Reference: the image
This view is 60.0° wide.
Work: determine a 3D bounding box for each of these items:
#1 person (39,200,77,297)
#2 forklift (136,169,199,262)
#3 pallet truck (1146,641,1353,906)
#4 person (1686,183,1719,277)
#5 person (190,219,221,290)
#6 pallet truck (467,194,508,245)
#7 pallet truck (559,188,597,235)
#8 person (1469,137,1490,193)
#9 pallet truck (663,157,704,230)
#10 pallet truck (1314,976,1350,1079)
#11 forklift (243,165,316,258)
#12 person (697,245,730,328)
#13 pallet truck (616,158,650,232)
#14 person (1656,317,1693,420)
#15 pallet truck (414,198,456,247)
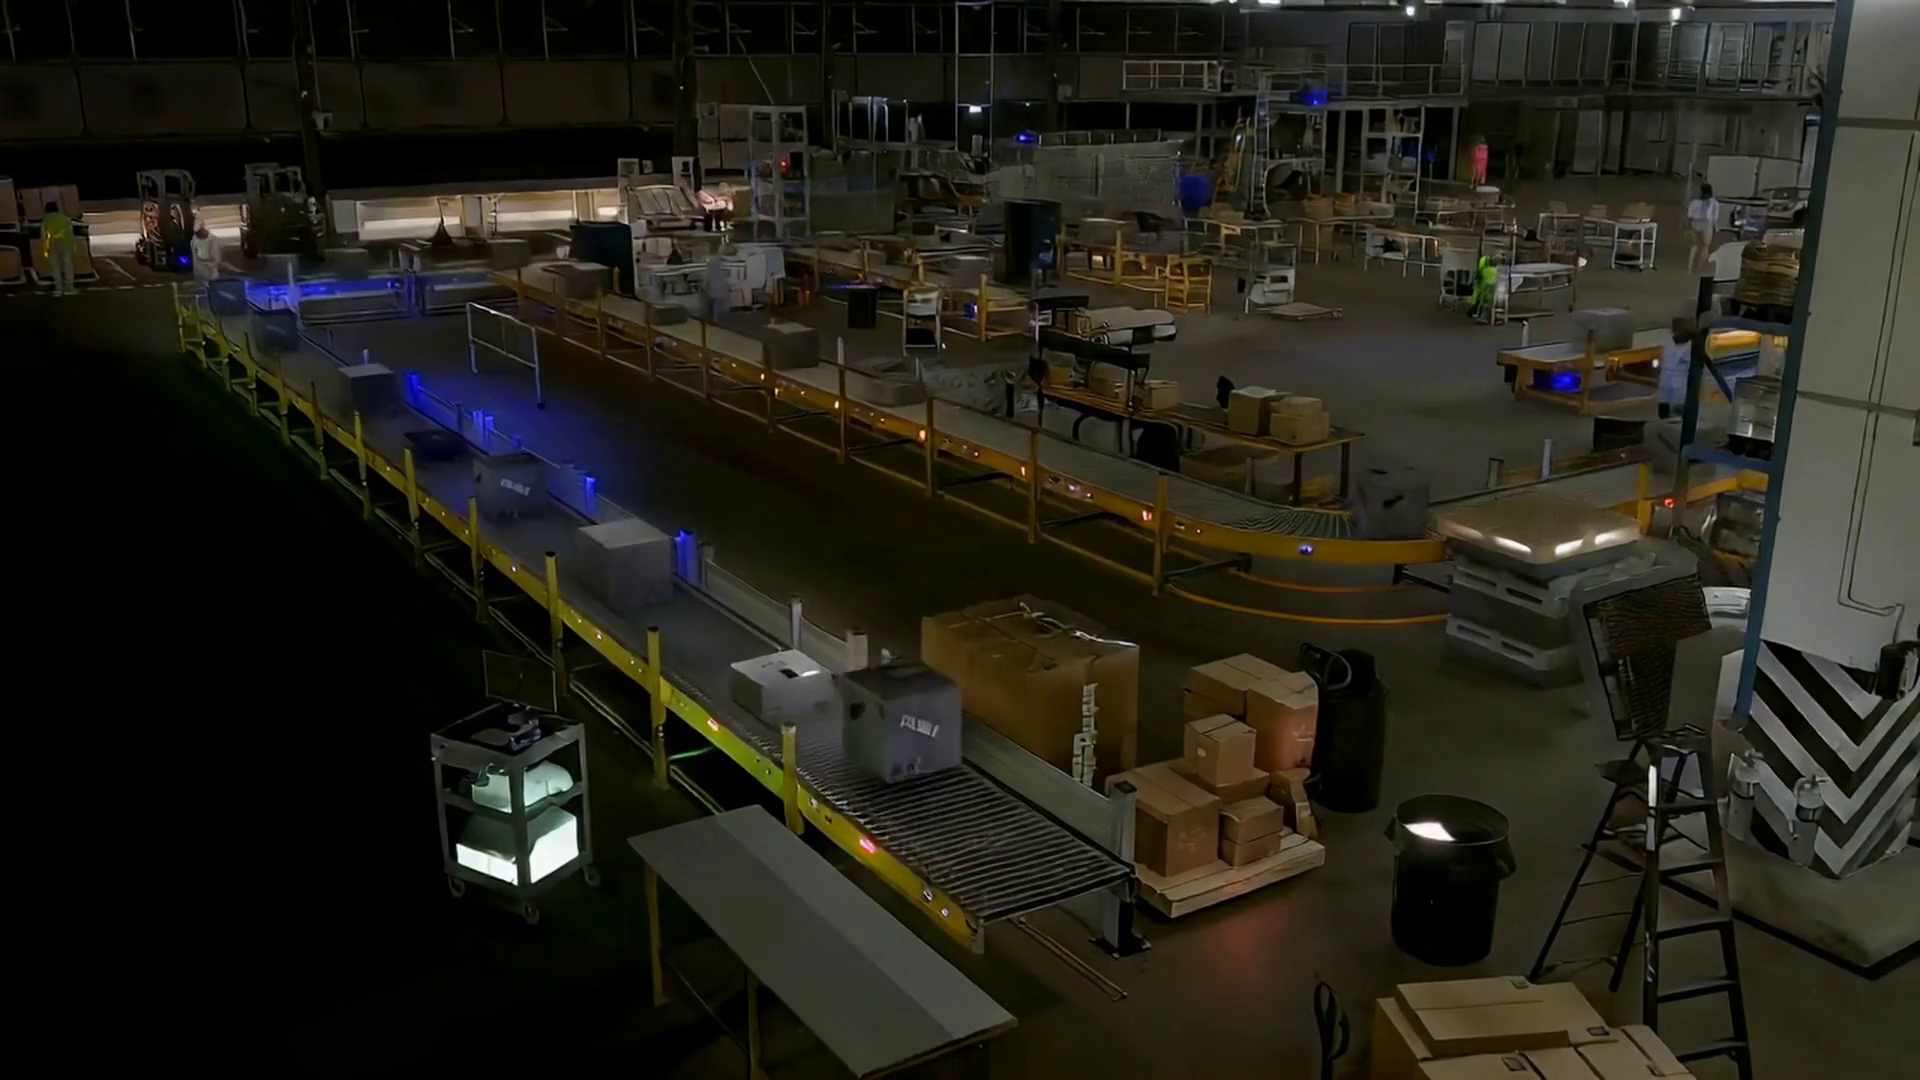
[{"bbox_3d":[-18.040,-5.829,33.266,0.410,1.913,0.643,12,21,36],"label":"person"},{"bbox_3d":[-17.842,-7.318,37.559,1.157,1.987,2.680,-10,20,-31],"label":"forklift"},{"bbox_3d":[1.664,1.407,10.232,1.630,1.274,0.653,-10,20,-31],"label":"pallet truck"},{"bbox_3d":[16.136,-6.751,36.178,0.616,2.015,0.928,4,17,13],"label":"person"},{"bbox_3d":[-13.915,-5.015,30.723,0.596,1.814,0.433,0,17,1],"label":"person"},{"bbox_3d":[-11.983,-8.177,42.137,0.704,1.261,1.522,-11,20,-33],"label":"pallet truck"},{"bbox_3d":[-10.010,-8.652,43.699,0.653,1.274,1.630,-10,20,-31],"label":"pallet truck"},{"bbox_3d":[17.464,-12.590,55.896,0.593,1.859,0.633,-6,18,-20],"label":"person"},{"bbox_3d":[-7.586,-9.308,44.692,0.823,1.965,1.885,-11,20,-33],"label":"pallet truck"},{"bbox_3d":[2.299,2.390,7.086,1.601,1.201,0.680,-2,17,-7],"label":"pallet truck"},{"bbox_3d":[-15.898,-7.669,38.708,1.157,1.987,2.680,-11,20,-33],"label":"forklift"},{"bbox_3d":[-4.026,-4.031,27.608,0.847,1.715,0.521,6,18,20],"label":"person"},{"bbox_3d":[-8.918,-9.176,44.255,0.823,1.965,1.885,-9,19,-27],"label":"pallet truck"},{"bbox_3d":[8.956,-1.955,20.760,0.477,1.678,0.542,-9,19,-29],"label":"person"},{"bbox_3d":[-13.250,-8.060,41.856,0.680,1.201,1.601,-10,20,-31],"label":"pallet truck"}]
